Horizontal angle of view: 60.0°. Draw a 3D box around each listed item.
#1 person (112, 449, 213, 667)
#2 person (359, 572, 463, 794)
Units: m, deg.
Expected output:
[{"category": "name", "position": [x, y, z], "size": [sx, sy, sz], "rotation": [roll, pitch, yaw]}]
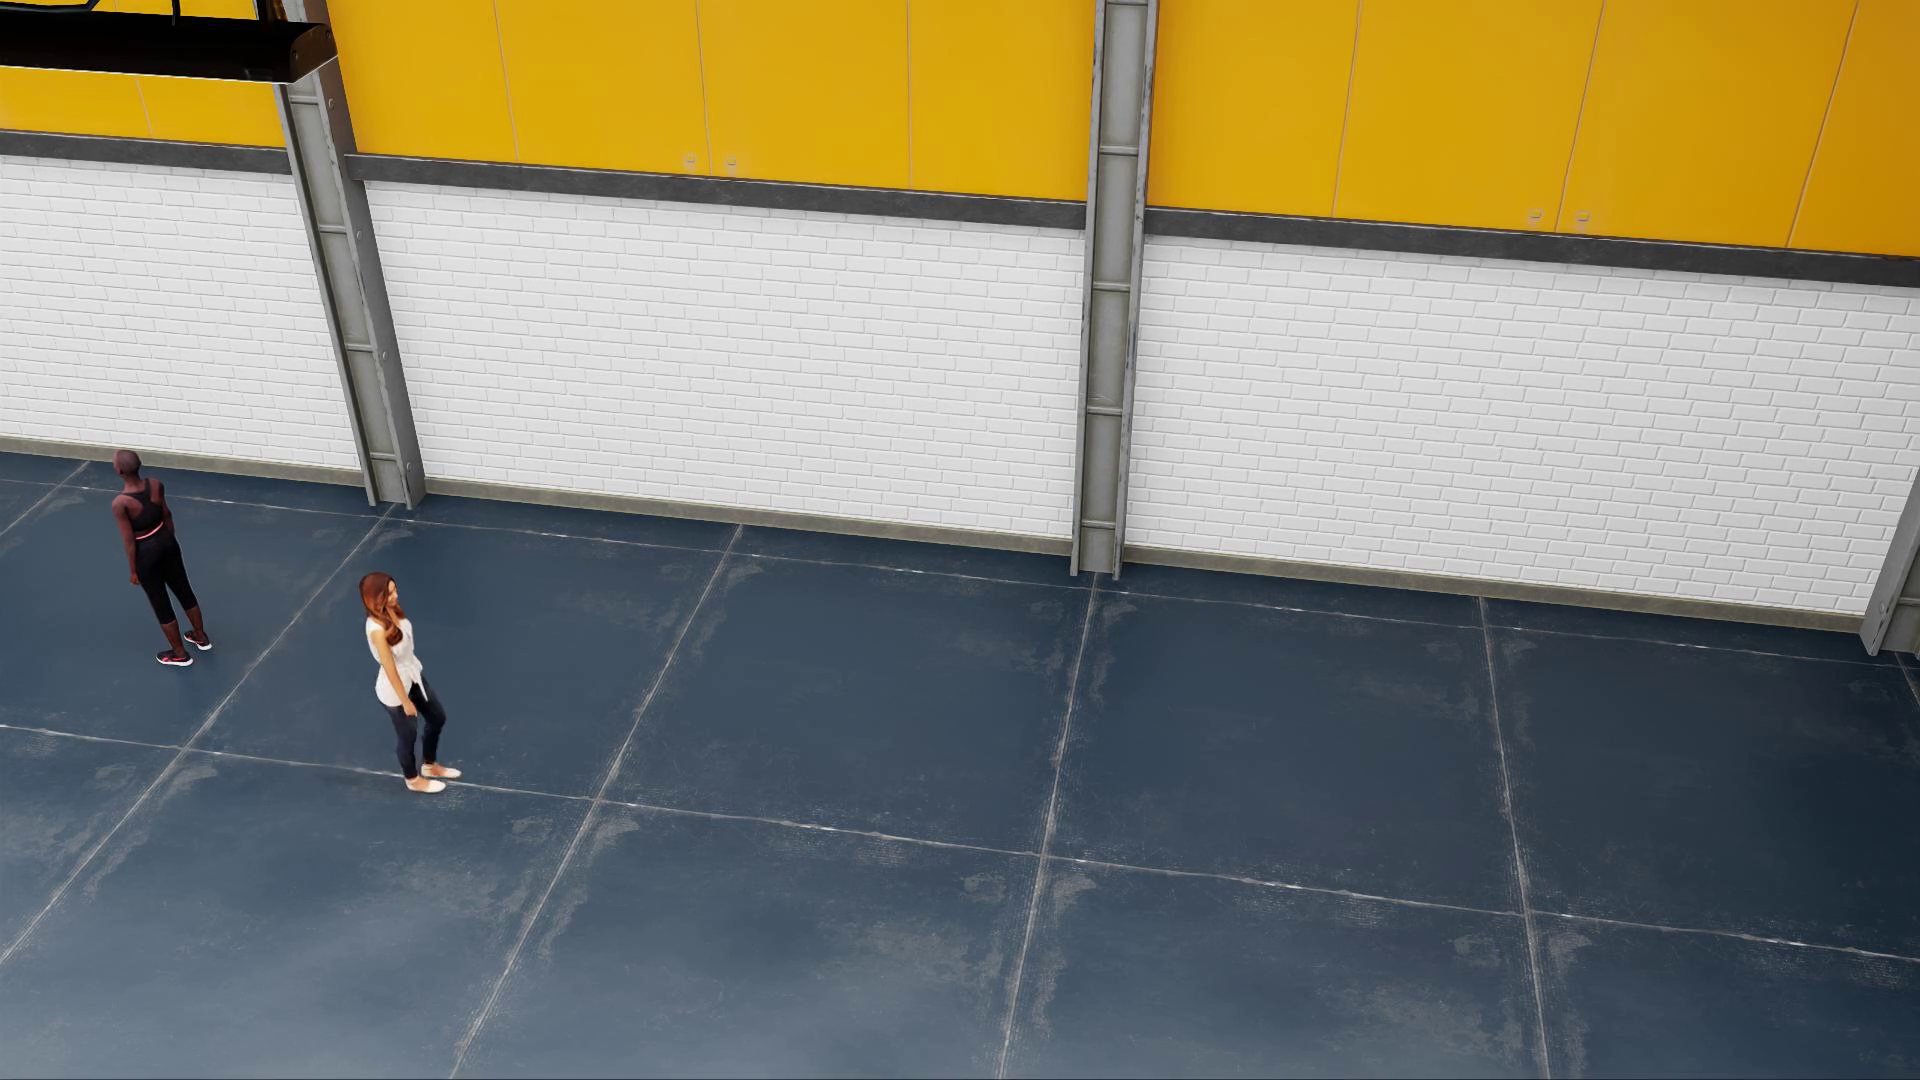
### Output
[{"category": "person", "position": [-5.770, 0.114, 11.941], "size": [0.605, 1.758, 0.641], "rotation": [14, 36, 20]}, {"category": "person", "position": [-3.669, 0.934, 10.688], "size": [0.644, 1.779, 0.675], "rotation": [0, 34, 0]}]
